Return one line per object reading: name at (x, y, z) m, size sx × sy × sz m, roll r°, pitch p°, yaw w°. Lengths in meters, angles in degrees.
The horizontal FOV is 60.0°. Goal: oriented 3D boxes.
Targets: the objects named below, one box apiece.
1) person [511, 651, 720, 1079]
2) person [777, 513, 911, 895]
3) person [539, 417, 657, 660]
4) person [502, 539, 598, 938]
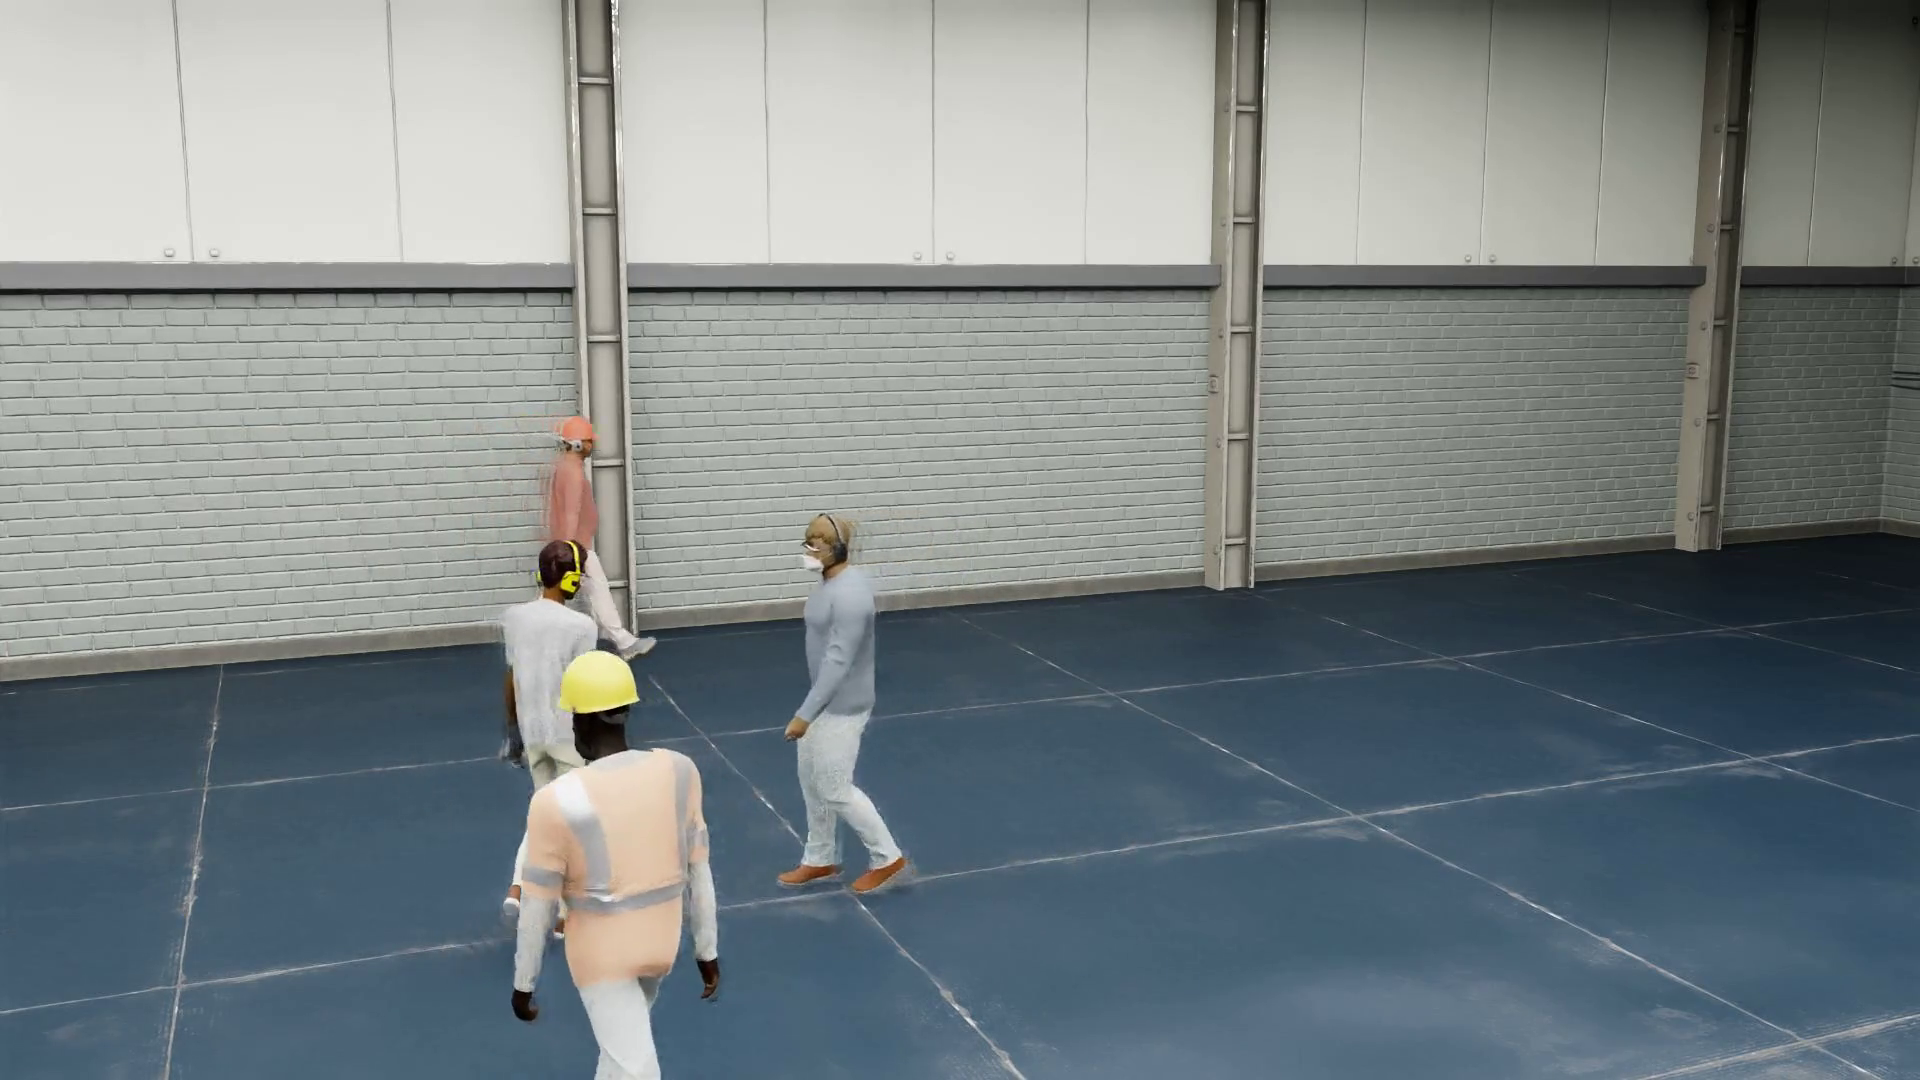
person at (-1.104, 1.275, 5.246) m, size 1.003 × 1.868 × 0.607 m, roll 8°, pitch 12°, yaw 42°
person at (-0.575, 0.808, 8.043) m, size 0.656 × 1.911 × 0.638 m, roll -3°, pitch 10°, yaw -19°
person at (-2.949, 0.012, 12.949) m, size 1.051 × 1.938 × 0.641 m, roll -4°, pitch 10°, yaw -24°
person at (-1.873, 0.922, 7.548) m, size 0.581 × 1.842 × 0.509 m, roll 3°, pitch 10°, yaw 19°
